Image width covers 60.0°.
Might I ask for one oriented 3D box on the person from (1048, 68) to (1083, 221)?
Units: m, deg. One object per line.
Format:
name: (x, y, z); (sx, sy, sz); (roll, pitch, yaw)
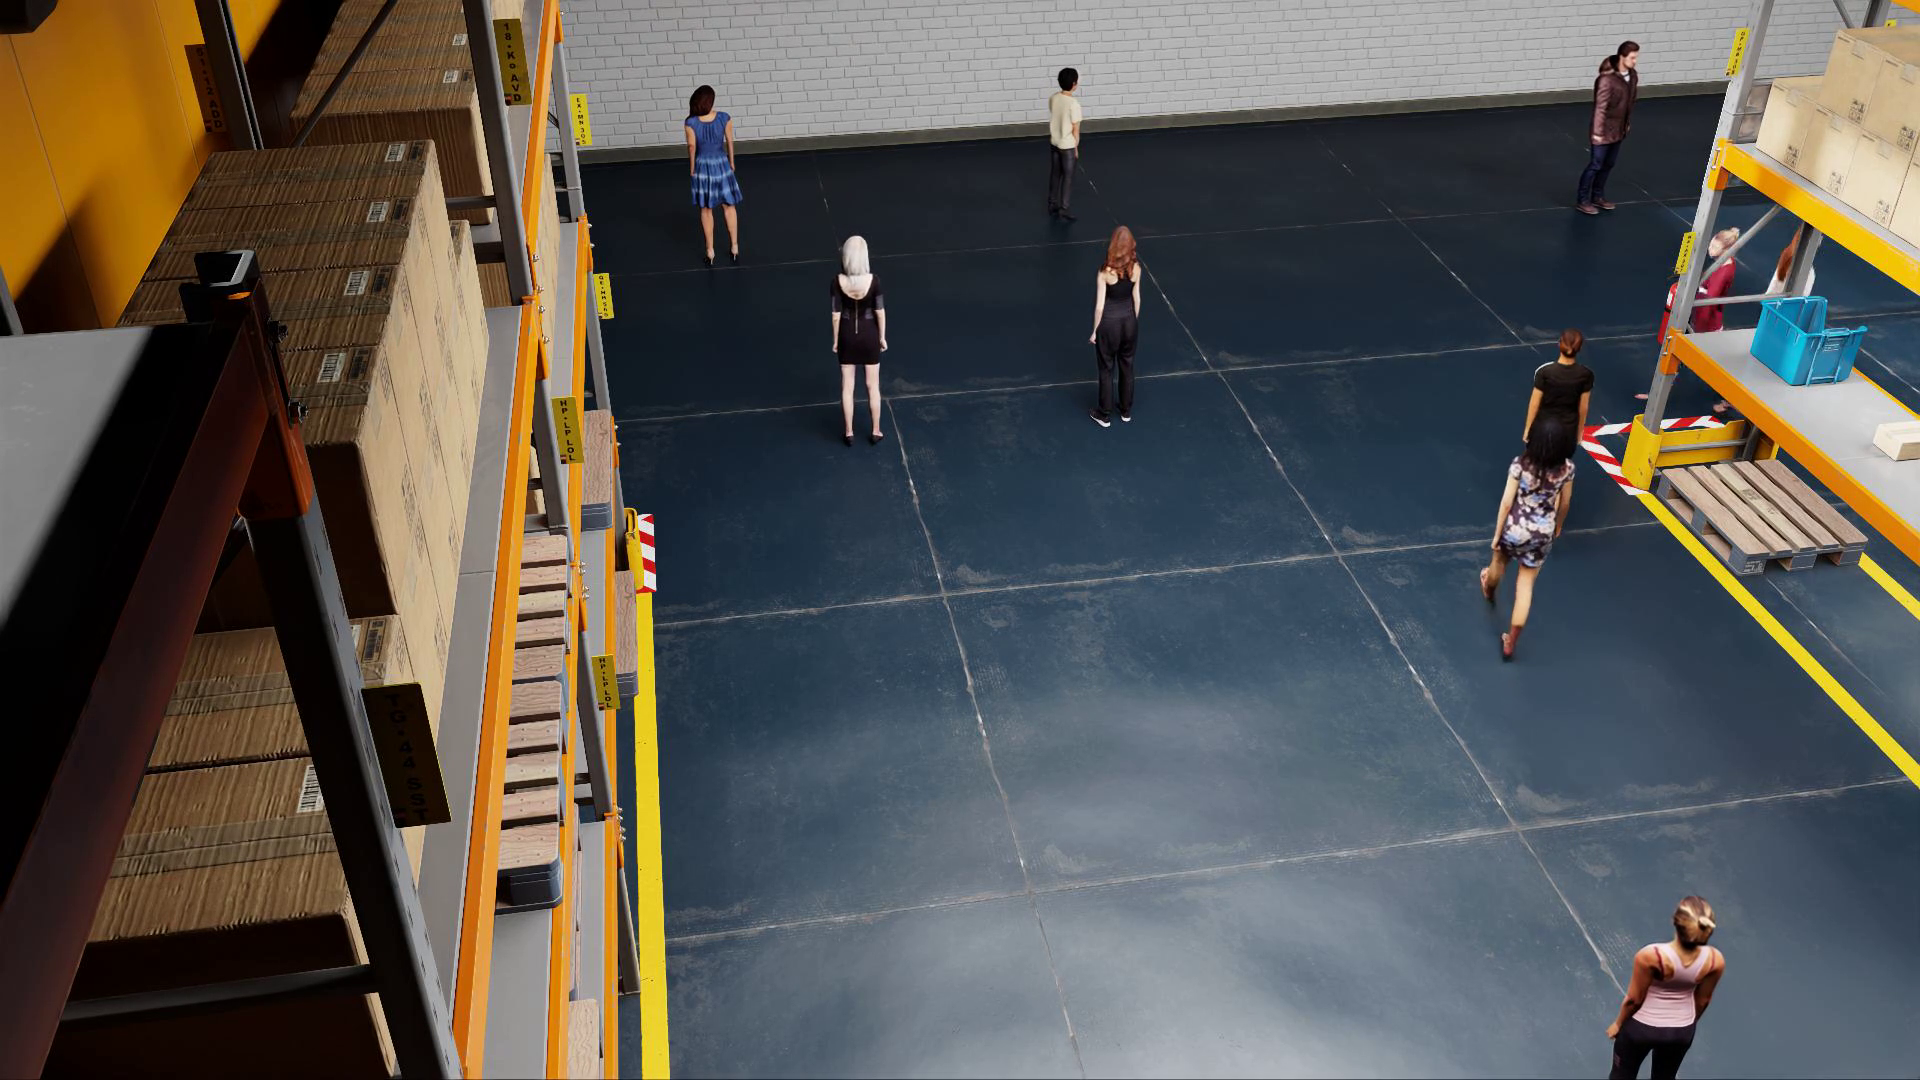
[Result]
person: (1.091, -4.158, 17.481); (0.725, 1.581, 0.611); (-25, 41, -32)

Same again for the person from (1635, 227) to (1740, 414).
person: (6.294, -1.774, 13.823); (1.030, 1.661, 1.107); (12, 35, 17)

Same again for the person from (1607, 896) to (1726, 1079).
person: (3.261, 2.268, 7.760); (0.605, 1.640, 0.604); (1, 34, 1)

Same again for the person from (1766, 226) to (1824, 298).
person: (6.851, -1.896, 13.983); (0.734, 1.687, 0.615); (1, 34, 2)

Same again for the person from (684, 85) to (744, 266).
person: (-2.445, -3.613, 16.458); (0.704, 1.805, 0.629); (-11, 35, -16)

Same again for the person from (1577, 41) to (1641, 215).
person: (6.846, -4.369, 17.564); (0.856, 1.841, 0.848); (-23, 40, -31)

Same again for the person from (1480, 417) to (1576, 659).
person: (3.792, 0.021, 11.093); (0.871, 1.693, 1.167); (4, 34, 6)

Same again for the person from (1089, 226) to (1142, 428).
person: (1.300, -1.761, 13.724); (0.621, 1.748, 0.589); (-13, 36, -19)

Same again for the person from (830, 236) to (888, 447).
person: (-0.818, -1.592, 13.397); (0.621, 1.829, 0.539); (-1, 34, -2)

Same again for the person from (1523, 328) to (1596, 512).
person: (4.402, -0.761, 12.312); (0.836, 1.646, 1.052); (7, 34, 10)
